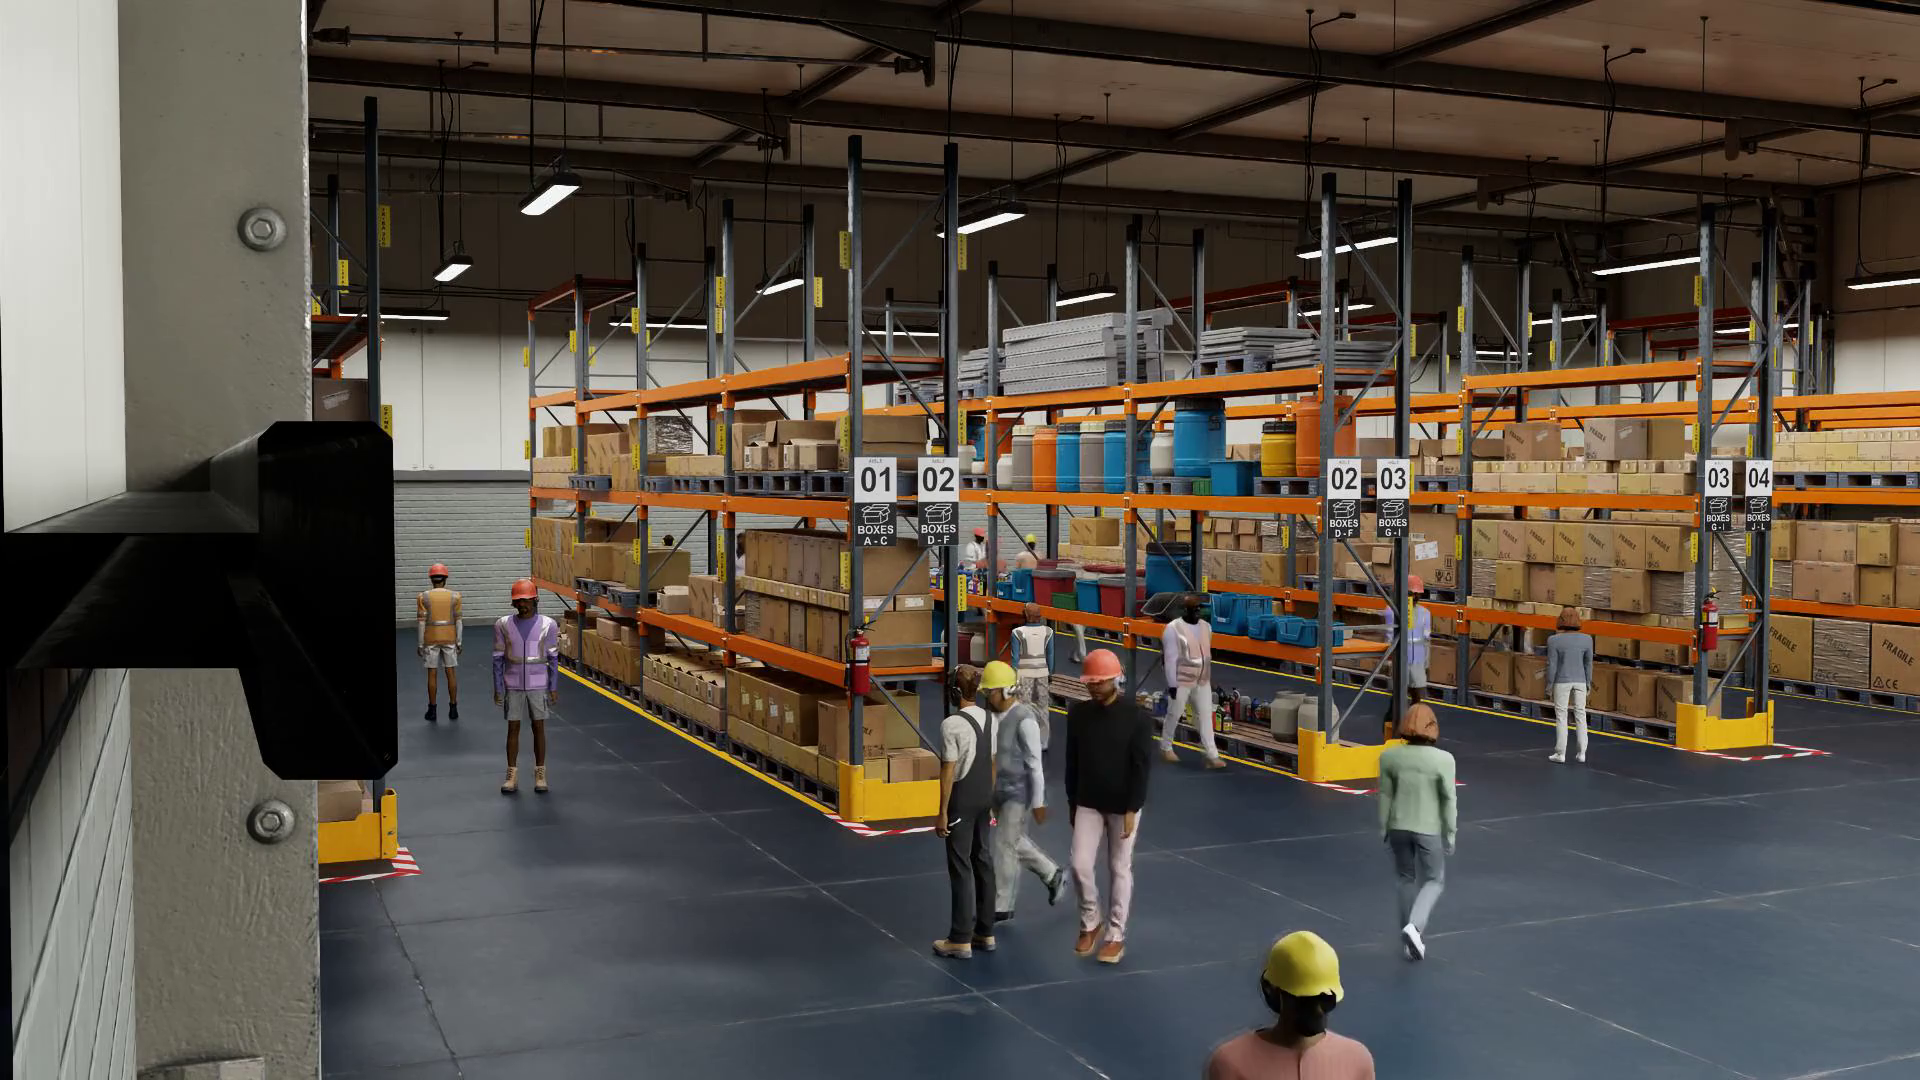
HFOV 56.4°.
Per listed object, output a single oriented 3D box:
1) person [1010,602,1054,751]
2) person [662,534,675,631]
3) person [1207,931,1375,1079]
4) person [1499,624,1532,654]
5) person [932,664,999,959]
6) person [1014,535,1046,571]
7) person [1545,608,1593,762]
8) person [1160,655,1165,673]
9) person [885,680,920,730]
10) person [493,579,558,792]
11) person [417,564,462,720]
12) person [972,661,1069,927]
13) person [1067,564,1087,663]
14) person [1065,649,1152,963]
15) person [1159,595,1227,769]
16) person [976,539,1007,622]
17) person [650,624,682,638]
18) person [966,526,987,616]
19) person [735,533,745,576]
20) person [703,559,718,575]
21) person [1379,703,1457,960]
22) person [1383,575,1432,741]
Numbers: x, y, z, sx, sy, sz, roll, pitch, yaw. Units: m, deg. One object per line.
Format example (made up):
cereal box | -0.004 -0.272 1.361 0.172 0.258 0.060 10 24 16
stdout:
person | 0.790 1.499 19.587 0.515 1.641 0.309 -1 2 -20
person | -5.606 0.817 34.436 0.515 1.872 0.328 -1 3 -29
person | 0.963 1.993 5.151 0.553 1.752 0.360 -1 2 -15
person | 7.886 1.161 25.574 0.613 1.853 0.847 -1 2 -22
person | 0.046 1.715 11.449 0.333 1.842 0.507 2 3 39
person | 1.292 0.845 33.662 0.596 1.866 1.021 -1 2 -18
person | 6.430 1.528 18.911 0.500 1.633 0.286 0 2 -4
person | 3.225 1.076 26.661 0.636 1.945 0.417 -1 2 -26
person | -0.662 1.277 20.813 0.619 1.992 0.396 -1 2 -24
person | -4.172 1.392 17.207 0.615 2.042 0.372 0 2 -9
person | -6.474 1.256 22.266 0.551 1.923 0.384 -1 2 -26
person | 0.420 1.706 12.267 0.767 1.797 0.632 -1 3 -30
person | 1.925 1.179 28.562 0.515 1.597 0.848 -1 3 -31
person | 0.907 1.660 11.194 0.611 1.967 0.499 1 2 25
person | 2.379 1.463 18.657 0.646 1.793 0.975 -1 3 -29
person | 0.572 0.937 29.889 0.647 1.972 0.642 -1 3 -29
person | -5.015 1.006 30.589 0.607 1.784 0.904 -2 3 -43
person | 0.301 0.657 38.085 0.630 1.912 0.575 1 3 32
person | -4.277 0.806 34.810 0.593 1.868 0.980 2 3 36
person | -3.844 1.068 28.362 0.600 1.832 0.404 -2 3 -37
person | 2.830 1.830 11.182 0.507 1.615 0.540 1 3 34
person | 5.023 1.341 20.167 0.561 1.917 0.607 0 2 -9
